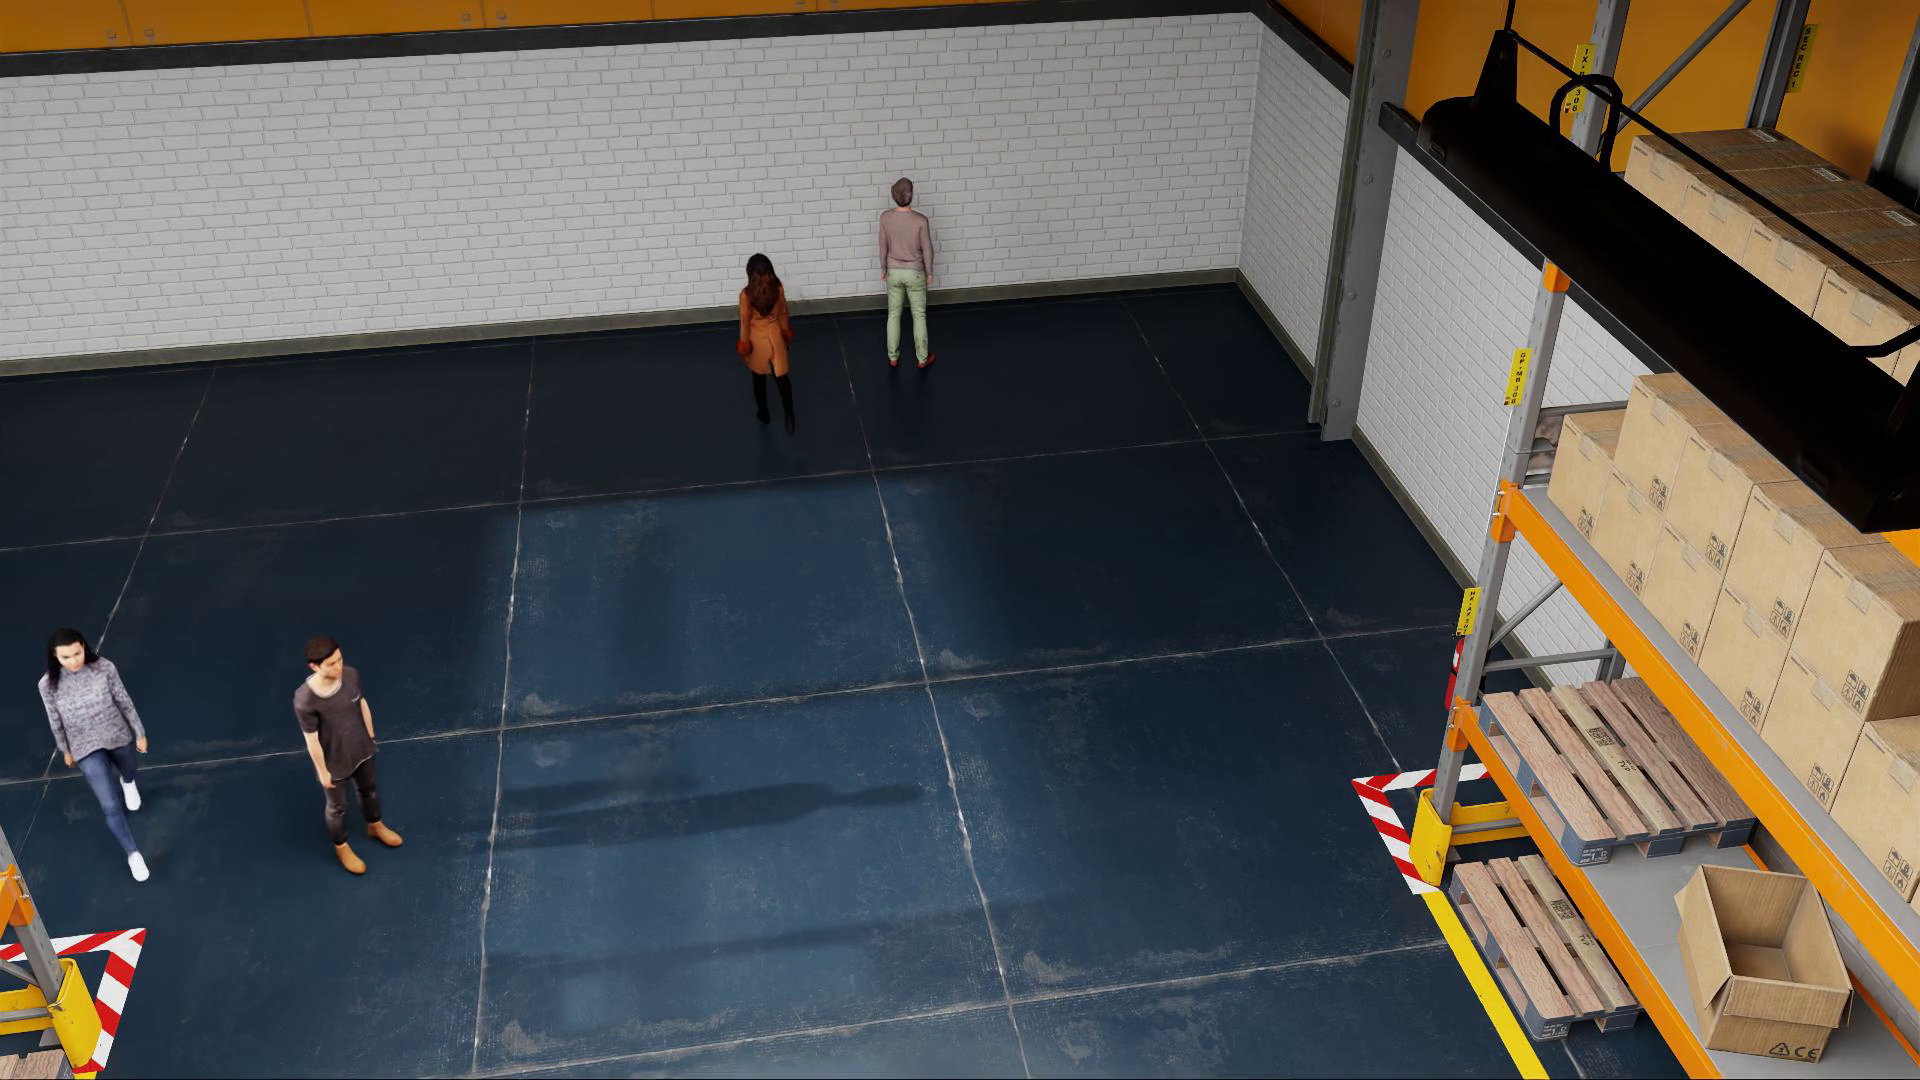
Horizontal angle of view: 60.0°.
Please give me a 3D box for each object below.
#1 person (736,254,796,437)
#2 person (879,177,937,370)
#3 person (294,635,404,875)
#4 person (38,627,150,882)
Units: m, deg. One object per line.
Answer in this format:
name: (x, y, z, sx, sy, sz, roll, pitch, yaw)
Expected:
person: (-1.656, -1.668, 14.528, 0.835, 1.701, 1.078, -14, 36, -20)
person: (-0.505, -2.492, 15.605, 0.750, 1.880, 0.729, 6, 34, 9)
person: (-3.768, 1.266, 10.107, 0.745, 1.708, 0.682, 21, 39, 29)
person: (-5.283, 1.192, 10.234, 0.963, 1.690, 1.250, -21, 39, -29)
